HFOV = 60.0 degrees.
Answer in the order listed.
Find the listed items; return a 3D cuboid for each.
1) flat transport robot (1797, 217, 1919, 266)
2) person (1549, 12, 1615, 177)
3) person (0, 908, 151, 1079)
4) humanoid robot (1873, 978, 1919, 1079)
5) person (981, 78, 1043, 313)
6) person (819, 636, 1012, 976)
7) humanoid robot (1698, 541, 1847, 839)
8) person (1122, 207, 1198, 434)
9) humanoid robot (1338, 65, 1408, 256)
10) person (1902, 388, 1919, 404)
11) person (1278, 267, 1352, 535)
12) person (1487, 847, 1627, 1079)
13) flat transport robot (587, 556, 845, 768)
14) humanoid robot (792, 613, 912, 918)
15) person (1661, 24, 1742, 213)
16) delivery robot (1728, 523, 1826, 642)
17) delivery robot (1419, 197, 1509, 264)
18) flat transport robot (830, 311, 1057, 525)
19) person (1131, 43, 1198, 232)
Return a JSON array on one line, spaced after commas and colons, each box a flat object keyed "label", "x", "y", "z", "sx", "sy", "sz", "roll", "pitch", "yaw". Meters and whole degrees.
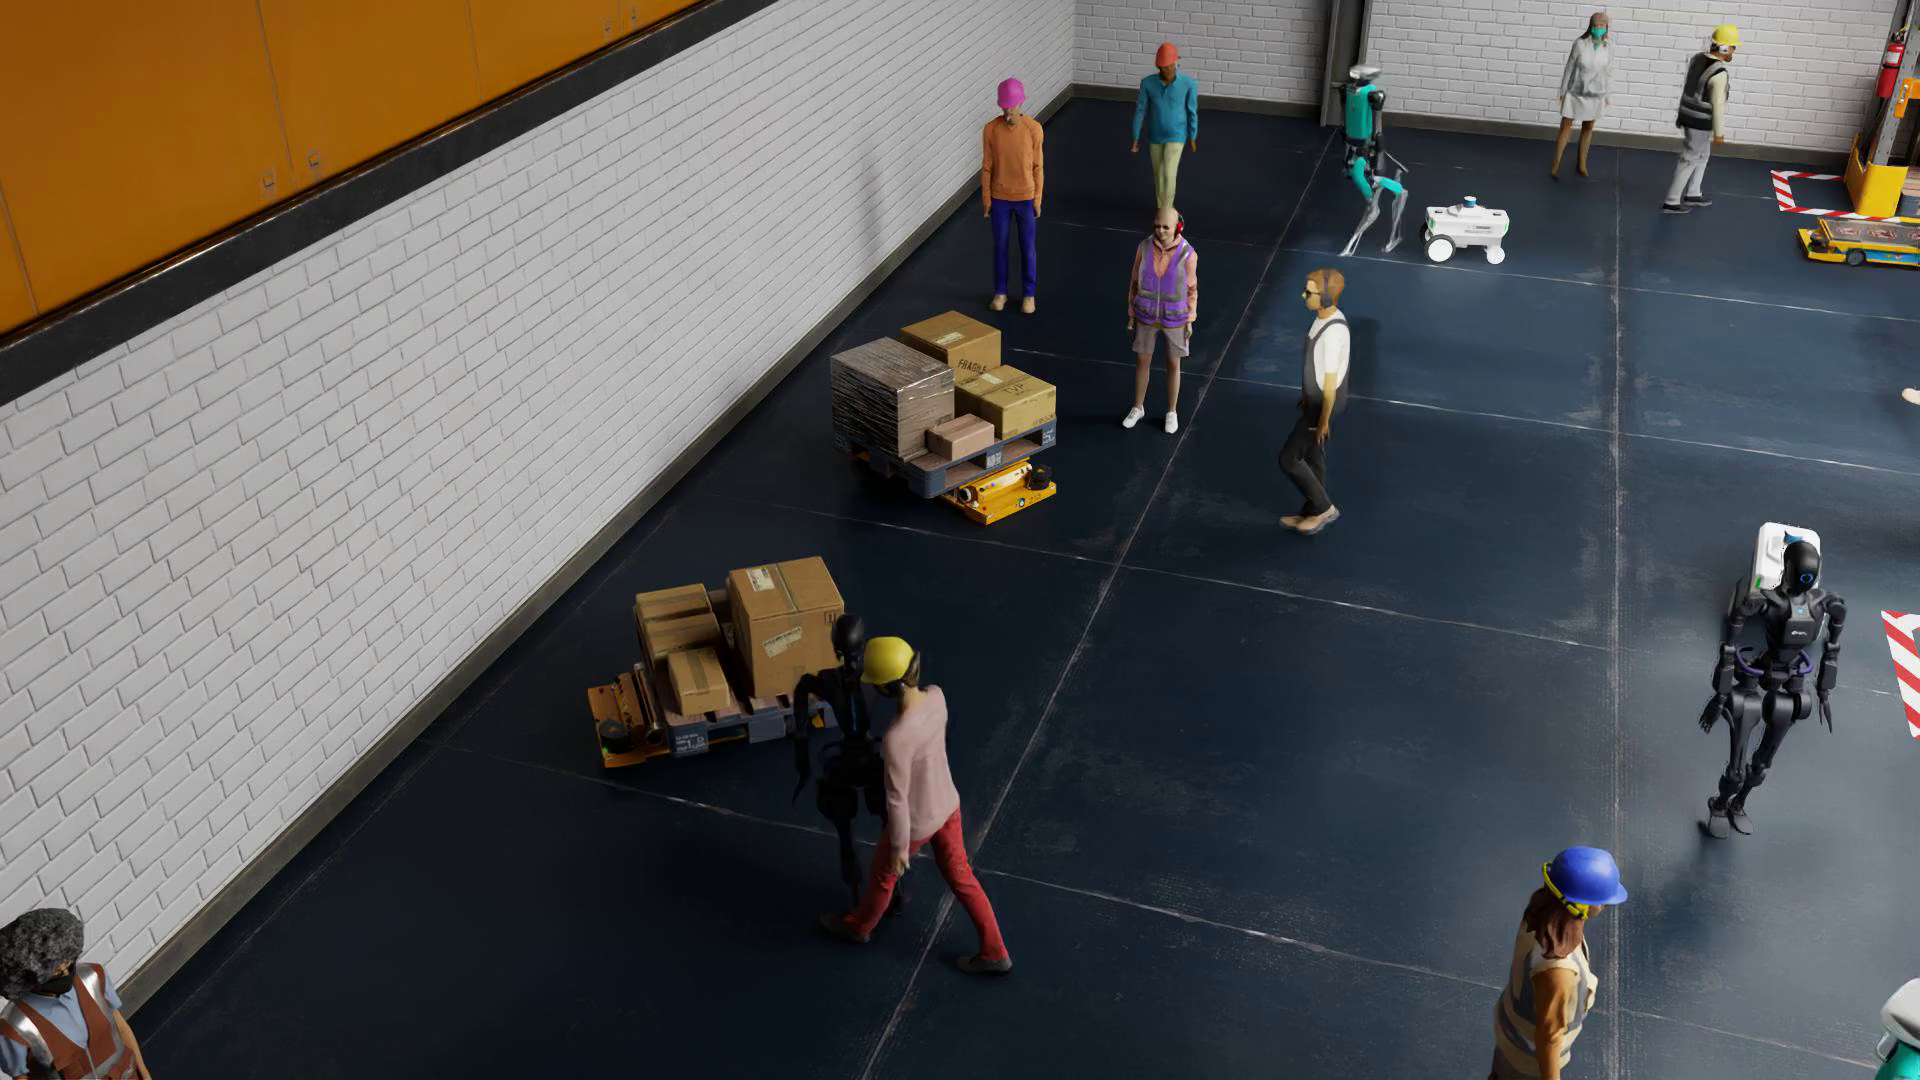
[{"label": "flat transport robot", "x": 8.490, "y": -2.692, "z": 15.205, "sx": 1.431, "sy": 0.231, "sz": 0.659, "roll": 8, "pitch": 31, "yaw": 13}, {"label": "person", "x": 6.362, "y": -4.531, "z": 16.956, "sx": 0.495, "sy": 1.660, "sz": 0.336, "roll": 5, "pitch": 31, "yaw": 9}, {"label": "person", "x": -3.073, "y": 1.981, "z": 5.862, "sx": 0.309, "sy": 1.683, "sz": 0.433, "roll": 17, "pitch": 34, "yaw": 26}, {"label": "humanoid robot", "x": 2.803, "y": 2.120, "z": 5.662, "sx": 0.546, "sy": 1.889, "sz": 0.769, "roll": -26, "pitch": 39, "yaw": -37}, {"label": "person", "x": 0.429, "y": -2.852, "z": 13.804, "sx": 0.518, "sy": 1.972, "sz": 0.403, "roll": 4, "pitch": 31, "yaw": 7}, {"label": "person", "x": -0.183, "y": 1.187, "z": 7.199, "sx": 0.939, "sy": 1.683, "sz": 0.584, "roll": 16, "pitch": 34, "yaw": 25}, {"label": "humanoid robot", "x": 3.901, "y": 0.740, "z": 7.980, "sx": 0.609, "sy": 1.650, "sz": 0.423, "roll": 1, "pitch": 30, "yaw": 1}, {"label": "person", "x": 1.442, "y": -1.570, "z": 11.888, "sx": 0.489, "sy": 1.693, "sz": 0.344, "roll": 10, "pitch": 32, "yaw": 17}, {"label": "humanoid robot", "x": 3.850, "y": -3.411, "z": 15.006, "sx": 0.934, "sy": 1.767, "sz": 0.569, "roll": -9, "pitch": 32, "yaw": -15}, {"label": "person", "x": 7.585, "y": -1.737, "z": 12.034, "sx": 0.529, "sy": 1.834, "sz": 0.851, "roll": -24, "pitch": 38, "yaw": -35}, {"label": "person", "x": 2.234, "y": -0.853, "z": 10.535, "sx": 0.413, "sy": 1.829, "sz": 0.531, "roll": 4, "pitch": 31, "yaw": 6}, {"label": "person", "x": 2.106, "y": 1.817, "z": 6.053, "sx": 0.329, "sy": 1.776, "sz": 0.463, "roll": 8, "pitch": 31, "yaw": 13}, {"label": "flat transport robot", "x": -1.288, "y": 0.865, "z": 9.153, "sx": 1.431, "sy": 0.231, "sz": 0.659, "roll": -10, "pitch": 32, "yaw": -16}, {"label": "humanoid robot", "x": -0.465, "y": 1.049, "z": 7.455, "sx": 0.601, "sy": 1.658, "sz": 0.324, "roll": -3, "pitch": 31, "yaw": -5}, {"label": "person", "x": 7.199, "y": -4.021, "z": 15.945, "sx": 0.671, "sy": 1.807, "sz": 0.615, "roll": 0, "pitch": 30, "yaw": 0}, {"label": "delivery robot", "x": 4.934, "y": 0.220, "z": 9.975, "sx": 0.499, "sy": 0.601, "sz": 0.796, "roll": 13, "pitch": 33, "yaw": 21}, {"label": "delivery robot", "x": 4.572, "y": -2.821, "z": 15.158, "sx": 0.788, "sy": 0.610, "sz": 0.499, "roll": 4, "pitch": 31, "yaw": 6}, {"label": "flat transport robot", "x": -0.067, "y": -0.537, "z": 11.539, "sx": 0.659, "sy": 0.231, "sz": 1.431, "roll": -25, "pitch": 38, "yaw": -35}, {"label": "person", "x": 1.892, "y": -3.771, "z": 15.599, "sx": 0.589, "sy": 1.718, "sz": 0.788, "roll": 13, "pitch": 33, "yaw": 21}]
